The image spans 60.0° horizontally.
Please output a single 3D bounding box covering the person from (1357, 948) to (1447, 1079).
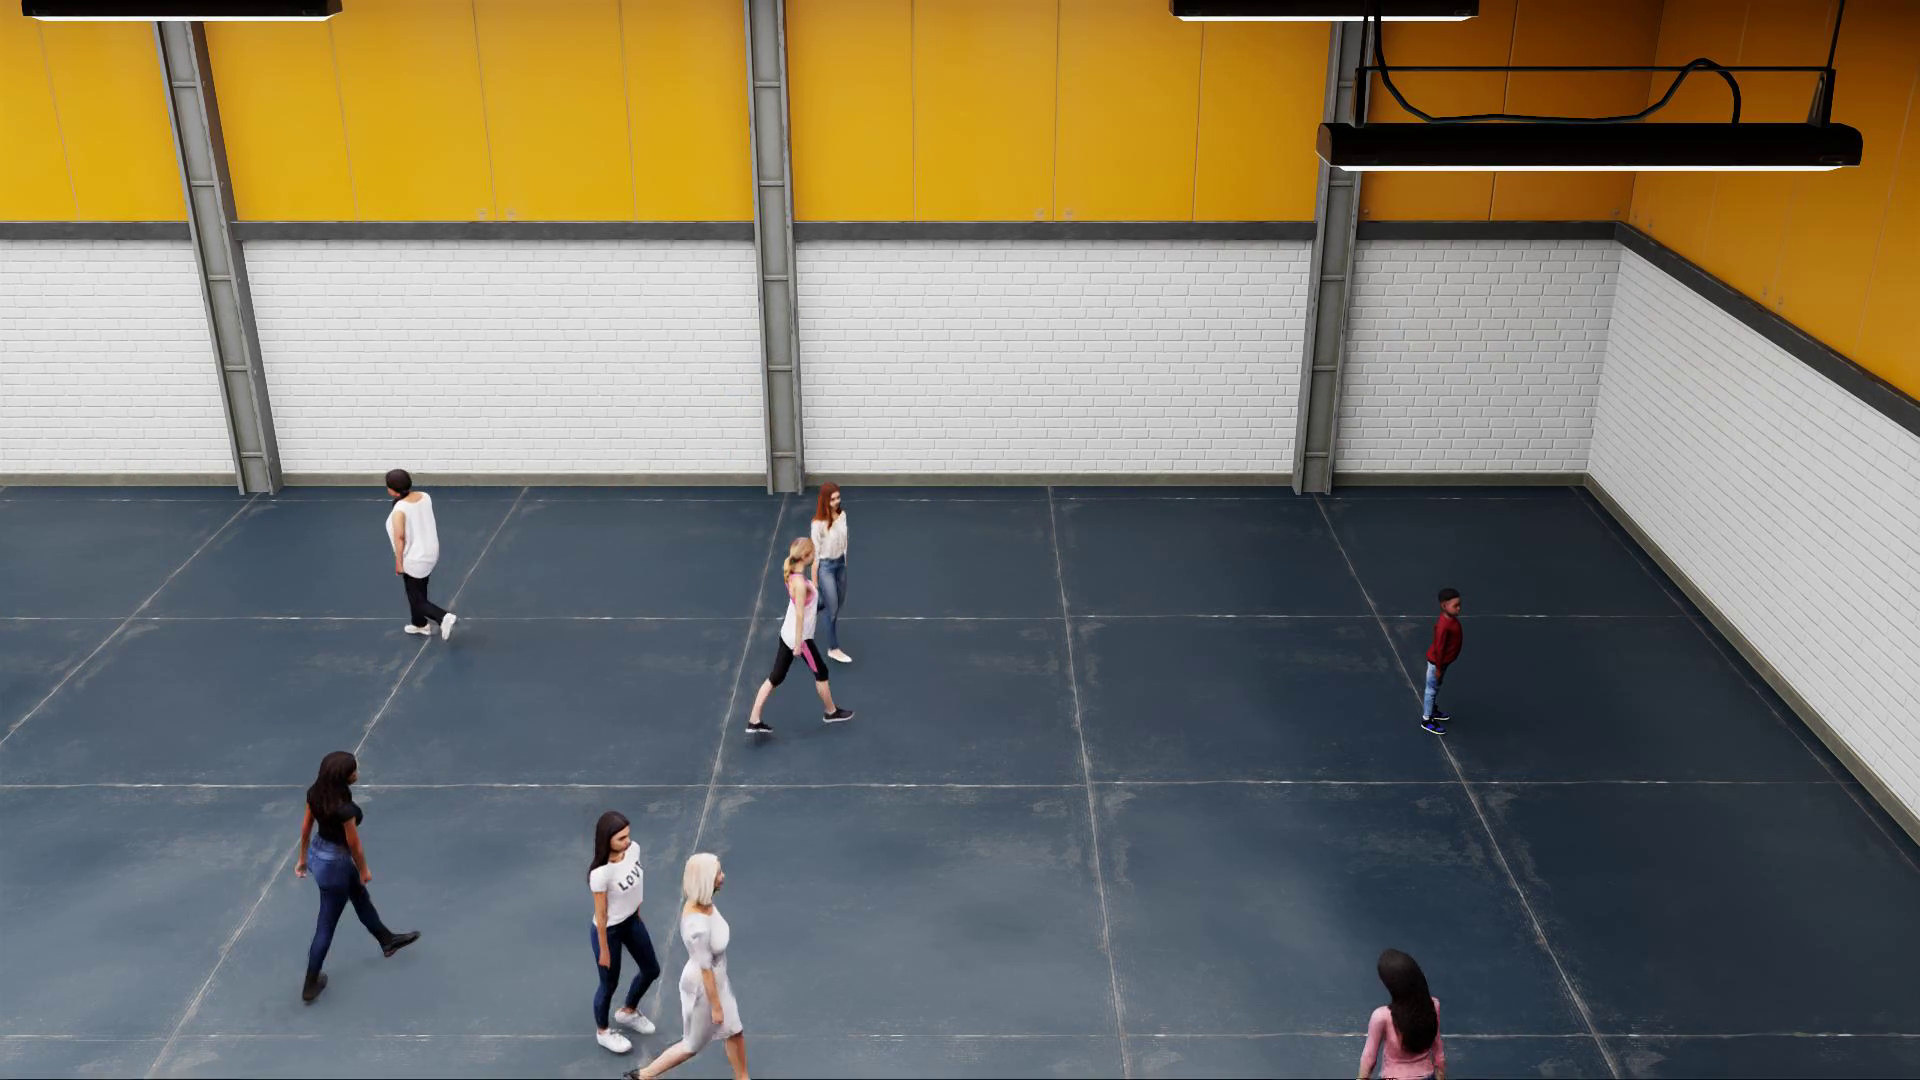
[{"bbox_3d":[2.396,2.951,8.803,0.666,1.713,0.762,-3,24,-7],"label":"person"}]

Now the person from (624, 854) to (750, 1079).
[{"bbox_3d":[-1.559,2.606,9.595,1.080,1.710,0.561,0,24,1],"label":"person"}]

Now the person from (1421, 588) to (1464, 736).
[{"bbox_3d":[4.007,0.980,13.885,0.594,1.253,0.577,11,26,23],"label":"person"}]

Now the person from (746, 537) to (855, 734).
[{"bbox_3d":[-1.427,0.840,13.610,1.270,1.731,0.947,-10,26,-22],"label":"person"}]

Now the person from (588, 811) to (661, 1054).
[{"bbox_3d":[-2.120,2.367,10.087,0.768,1.754,0.734,10,26,22],"label":"person"}]

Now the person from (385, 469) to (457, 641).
[{"bbox_3d":[-4.952,0.159,15.242,0.979,1.671,0.817,7,25,15],"label":"person"}]

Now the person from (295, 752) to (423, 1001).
[{"bbox_3d":[-4.077,2.166,10.641,1.063,1.679,1.096,15,28,30],"label":"person"}]

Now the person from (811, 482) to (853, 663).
[{"bbox_3d":[-1.238,0.259,14.966,1.047,1.708,0.939,20,31,38],"label":"person"}]
